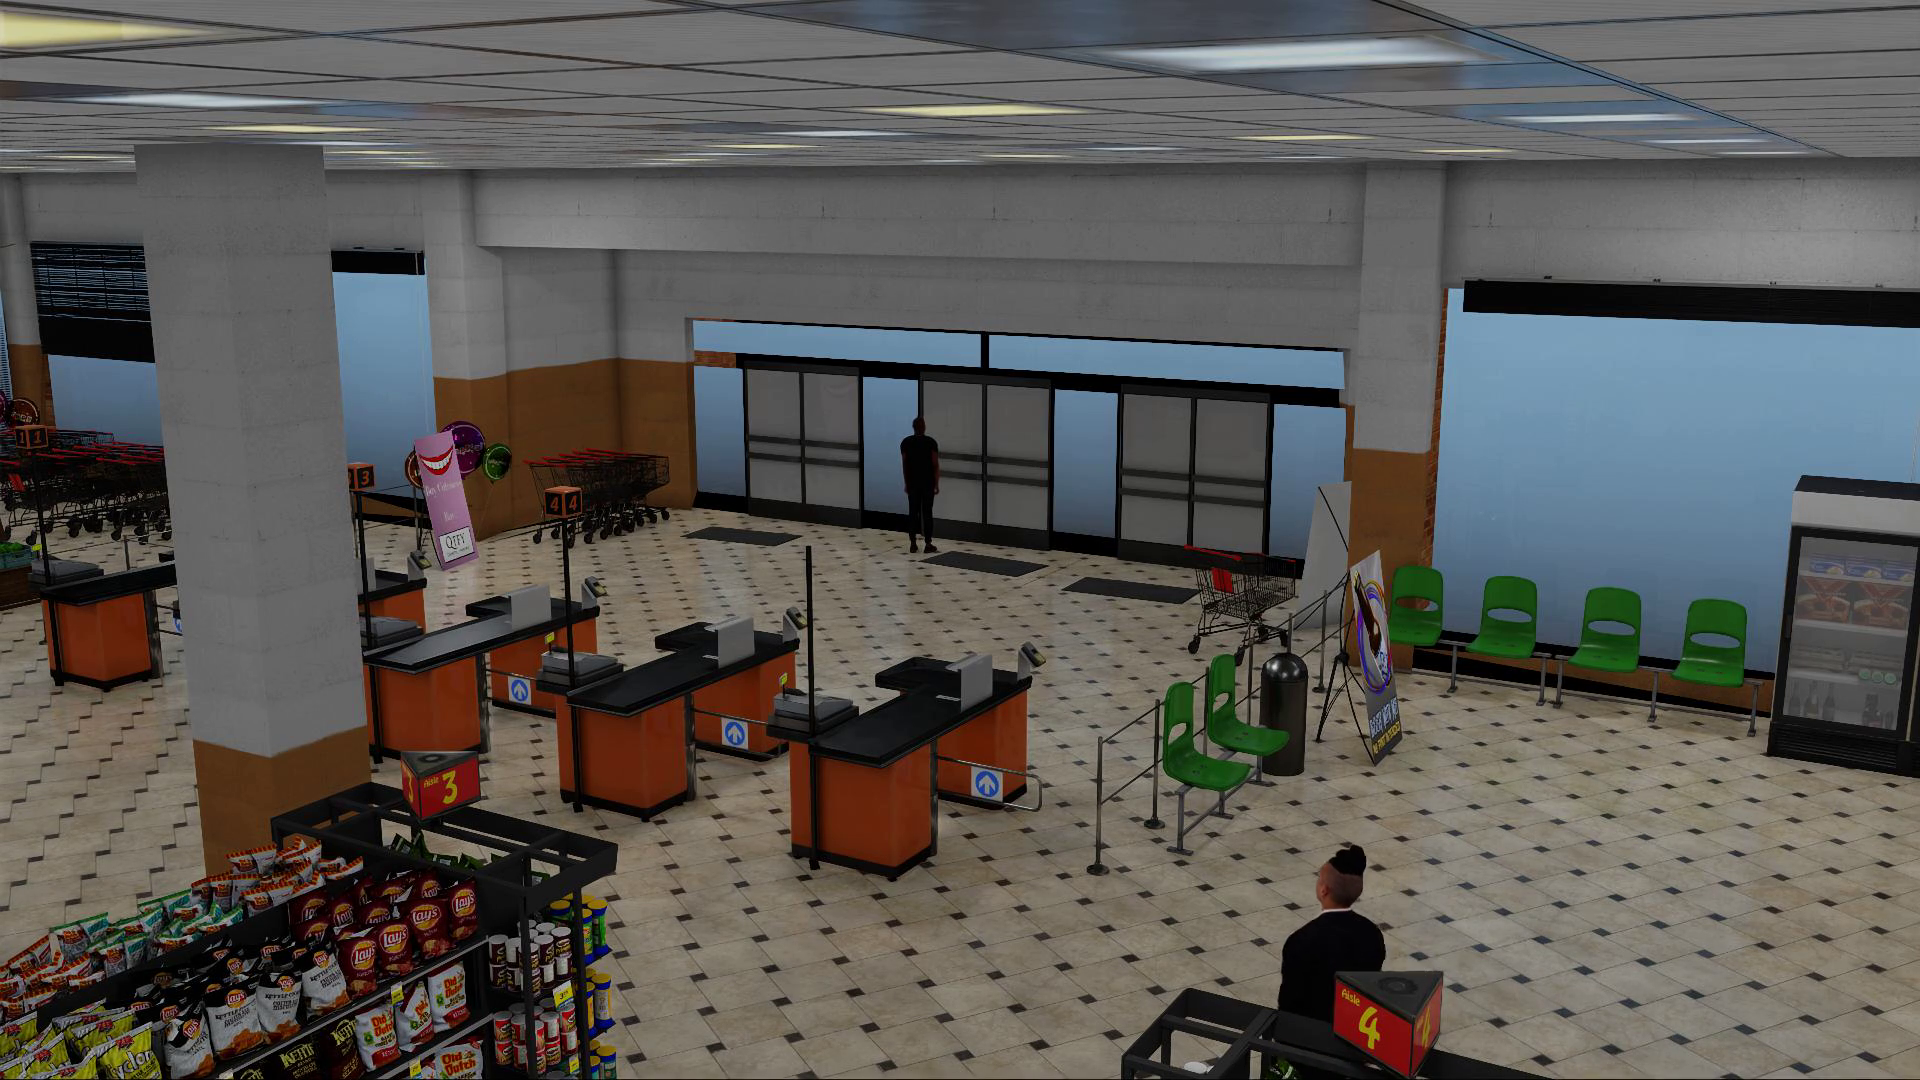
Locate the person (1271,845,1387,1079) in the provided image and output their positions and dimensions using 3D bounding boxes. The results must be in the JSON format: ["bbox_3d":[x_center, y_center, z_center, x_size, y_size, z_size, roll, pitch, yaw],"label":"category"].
[{"bbox_3d":[1.677,2.302,7.341,1.141,1.928,1.067,-7,14,-31],"label":"person"}]

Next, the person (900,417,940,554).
[{"bbox_3d":[-0.524,-0.737,22.035,0.726,1.819,0.665,3,12,13],"label":"person"}]
